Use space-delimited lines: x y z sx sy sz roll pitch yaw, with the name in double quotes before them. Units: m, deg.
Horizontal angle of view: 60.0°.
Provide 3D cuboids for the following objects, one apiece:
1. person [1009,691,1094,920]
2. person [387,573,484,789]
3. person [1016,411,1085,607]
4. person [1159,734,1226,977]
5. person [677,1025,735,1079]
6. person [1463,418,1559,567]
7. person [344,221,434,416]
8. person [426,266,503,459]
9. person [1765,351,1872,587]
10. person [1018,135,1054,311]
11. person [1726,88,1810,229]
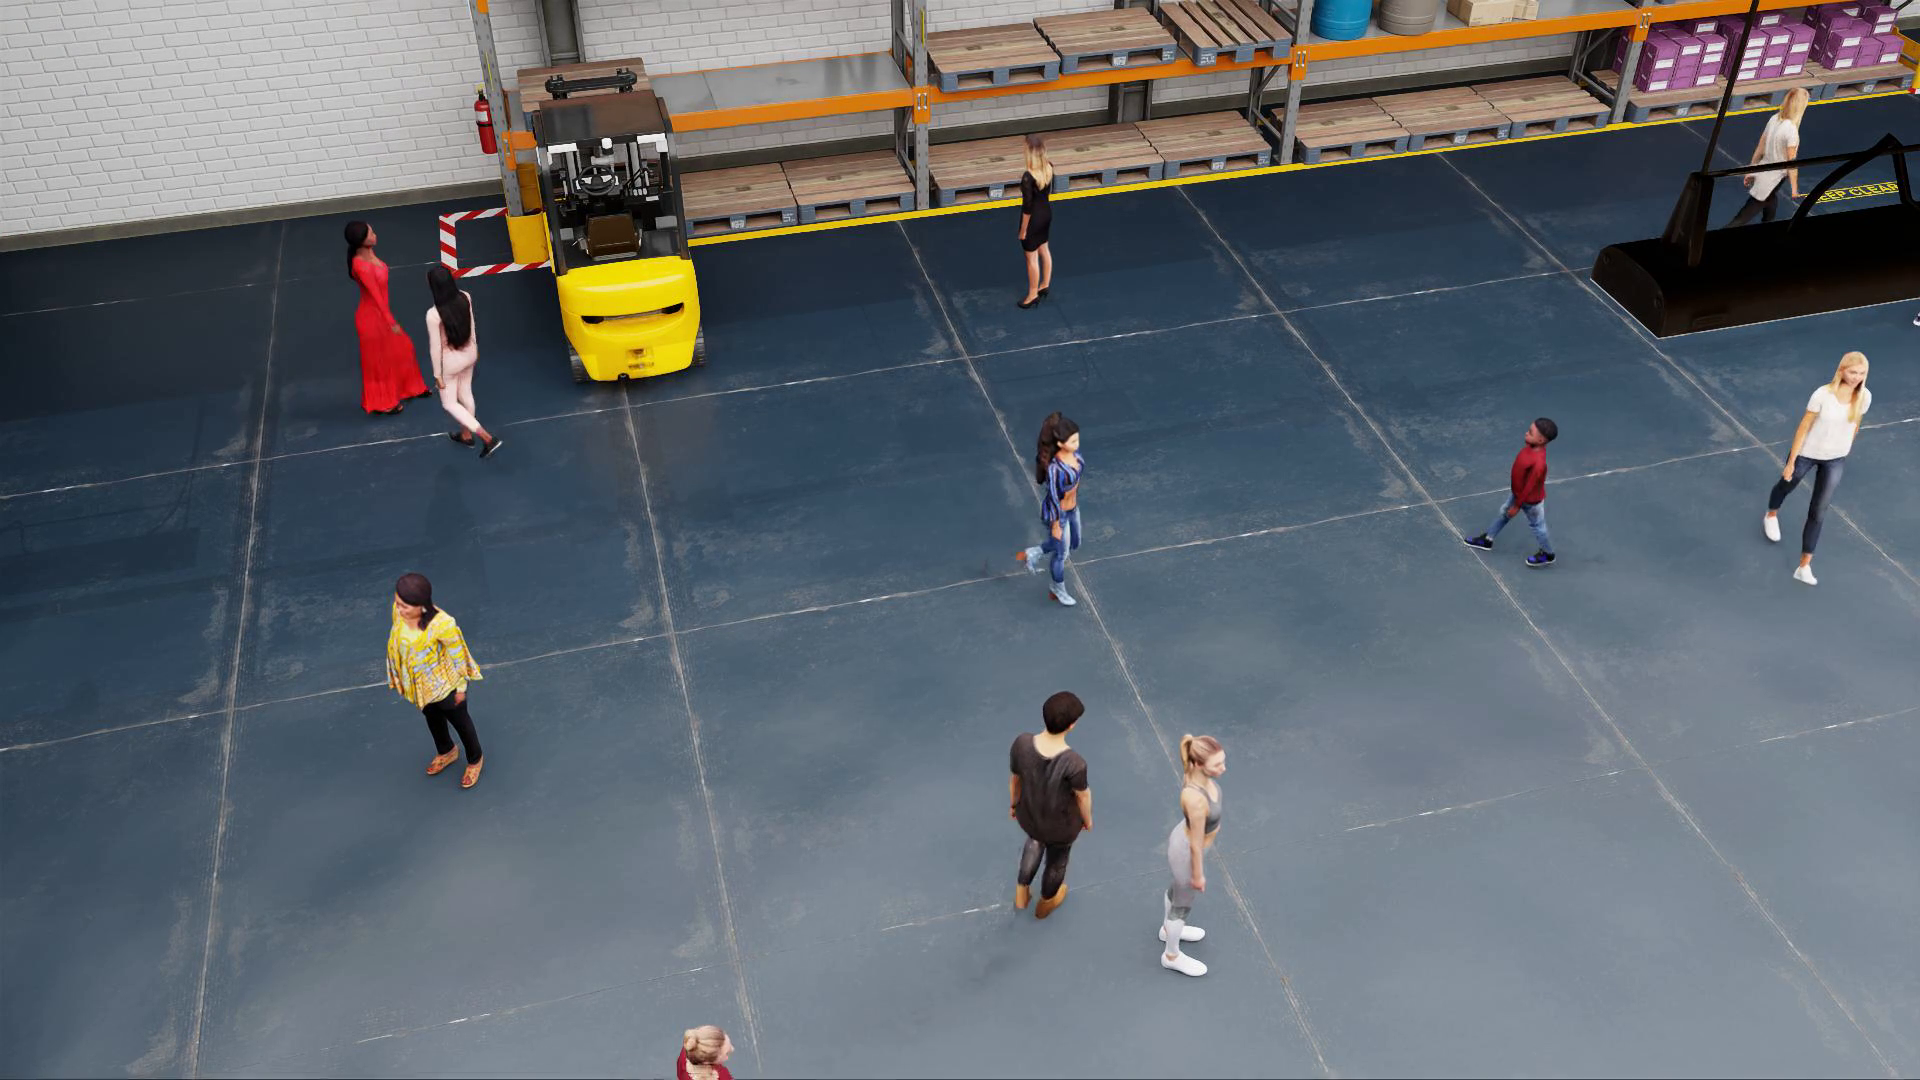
"person" 0.469 1.581 9.420 0.746 1.696 0.798 22 44 25
"person" -3.260 0.857 10.360 0.881 1.655 0.945 16 41 19
"person" 0.645 -0.209 11.732 0.888 1.609 0.826 18 42 21
"person" 1.270 1.727 9.230 0.634 1.706 0.631 5 39 6
"person" -1.248 2.849 7.839 0.813 1.689 0.707 -16 41 -19
"person" 4.230 -0.326 12.187 0.949 1.224 0.714 4 39 5
"person" -4.854 -1.767 13.563 0.801 1.769 0.660 -6 39 -8
"person" -3.921 -1.376 13.114 1.033 1.707 0.976 20 43 23
"person" 6.207 -0.628 12.132 1.189 1.764 0.996 5 39 6
"person" 0.686 -2.862 15.001 0.670 1.676 0.590 24 45 27
"person" 7.402 -3.295 15.462 1.233 1.778 0.750 -3 39 -4
